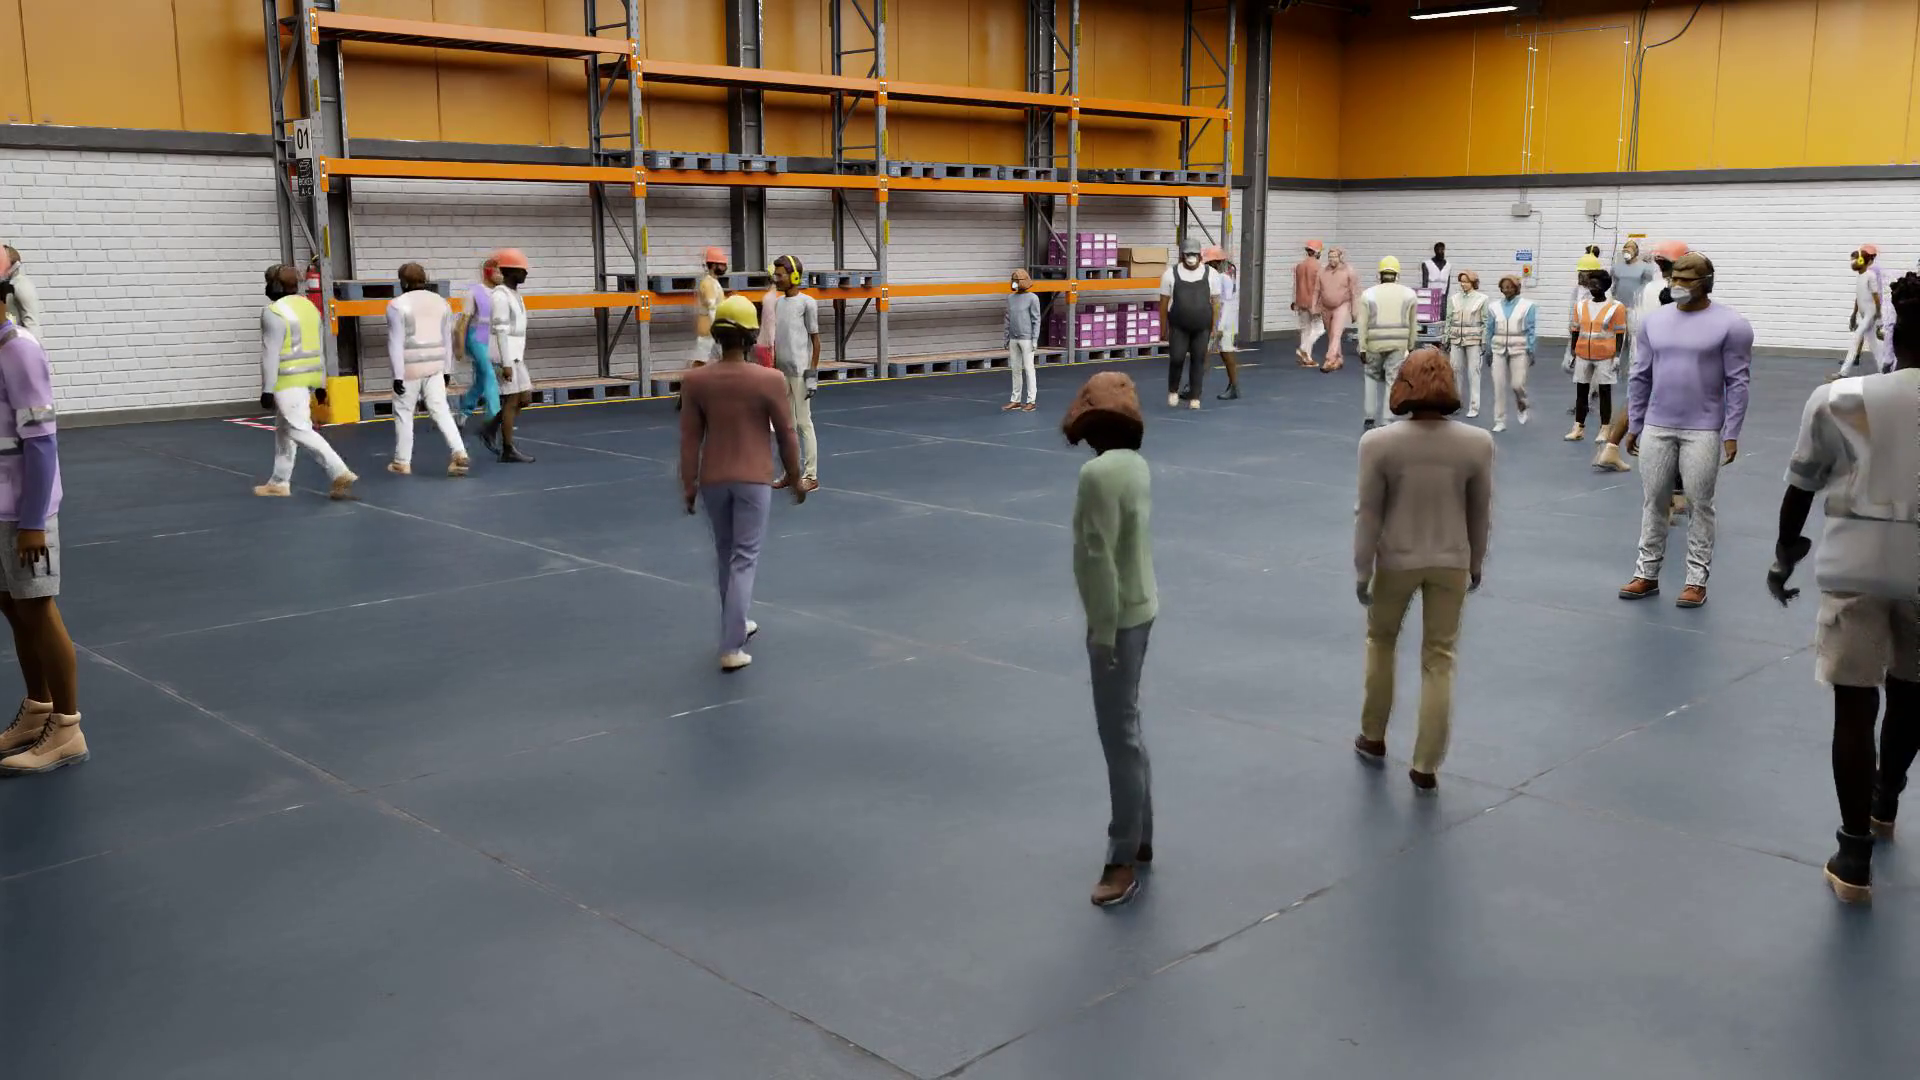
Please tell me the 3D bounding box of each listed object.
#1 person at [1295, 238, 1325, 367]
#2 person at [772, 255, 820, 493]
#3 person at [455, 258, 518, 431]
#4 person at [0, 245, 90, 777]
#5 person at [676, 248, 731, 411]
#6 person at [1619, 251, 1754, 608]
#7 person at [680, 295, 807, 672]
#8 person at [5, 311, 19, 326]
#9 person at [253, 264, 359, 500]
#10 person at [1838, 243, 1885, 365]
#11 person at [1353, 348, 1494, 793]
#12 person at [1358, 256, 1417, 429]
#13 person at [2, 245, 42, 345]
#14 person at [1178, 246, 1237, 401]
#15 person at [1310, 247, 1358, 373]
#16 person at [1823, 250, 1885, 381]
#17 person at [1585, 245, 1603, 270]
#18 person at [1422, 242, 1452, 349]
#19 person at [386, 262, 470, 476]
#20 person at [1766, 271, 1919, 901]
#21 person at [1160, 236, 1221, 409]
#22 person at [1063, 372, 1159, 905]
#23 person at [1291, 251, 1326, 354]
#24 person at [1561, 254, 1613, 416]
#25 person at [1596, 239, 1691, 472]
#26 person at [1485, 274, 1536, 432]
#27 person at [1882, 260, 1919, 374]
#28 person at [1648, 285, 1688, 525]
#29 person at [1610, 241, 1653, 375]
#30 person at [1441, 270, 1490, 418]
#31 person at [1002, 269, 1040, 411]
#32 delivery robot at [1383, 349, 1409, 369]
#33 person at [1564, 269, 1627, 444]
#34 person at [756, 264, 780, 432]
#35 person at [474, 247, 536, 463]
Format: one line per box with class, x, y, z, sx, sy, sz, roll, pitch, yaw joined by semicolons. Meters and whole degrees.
person;5.366;-3.634;25.542;0.491;1.979;0.614;-7;12;-32
person;-1.319;-1.301;13.118;0.310;1.864;0.532;-10;14;-44
person;-5.008;-2.029;17.310;0.795;1.795;0.576;3;11;17
person;-3.600;-0.129;6.249;0.391;2.039;0.614;-10;14;-44
person;-2.792;-2.375;18.948;1.018;1.885;0.550;2;11;9
person;3.959;-0.602;9.109;0.353;1.936;0.635;-10;14;-44
person;-1.011;-0.284;7.929;0.541;1.733;0.818;3;11;16
person;-6.789;-0.970;11.532;0.822;1.788;0.699;5;12;25
person;-5.050;-1.201;12.734;0.895;1.812;0.624;1;10;7
person;14.256;-3.649;25.838;0.845;1.907;0.556;5;12;27
person;1.709;0.094;6.217;0.505;1.612;0.676;2;10;8
person;4.393;-2.015;17.156;0.596;1.805;0.678;2;11;9
person;-8.350;-1.641;14.773;0.353;1.937;0.635;-10;14;-44
person;3.069;-2.629;20.303;0.978;1.881;0.567;-7;13;-34
person;5.558;-3.422;24.751;0.656;1.848;1.037;8;13;37
person;12.318;-3.036;22.732;0.953;1.804;0.504;3;11;16
person;10.434;-3.945;27.558;0.400;1.855;0.561;8;13;38
person;8.484;-4.318;29.508;0.587;1.884;0.871;-2;11;-10
person;-4.509;-1.430;13.992;0.906;1.809;0.635;8;13;37
person;2.950;0.104;5.315;0.621;1.912;1.001;3;11;17
person;2.687;-2.539;19.387;0.697;2.000;0.541;0;10;2
person;0.448;0.288;5.189;0.334;1.598;0.634;4;11;19
person;6.017;-4.134;28.490;0.586;1.899;0.839;6;12;28
person;7.019;-2.286;18.625;0.462;1.811;0.601;-3;11;-18
person;5.953;-1.548;14.127;1.018;1.997;0.624;-2;11;-12
person;5.676;-1.921;17.138;0.535;1.623;0.432;7;13;34
person;8.396;-1.577;14.514;0.403;1.904;0.651;-10;14;-44
person;5.029;-0.955;11.734;0.591;1.669;0.531;-1;10;-6
person;9.712;-3.368;24.190;0.353;1.937;0.635;-10;14;-44
person;5.643;-2.182;18.543;0.310;1.636;0.522;-10;14;-44
person;0.707;-2.305;19.223;0.265;1.632;0.507;-10;14;-44
delivery robot;6.049;-2.506;23.010;0.477;0.478;0.707;-10;14;-44
person;6.205;-1.792;16.245;0.317;1.697;0.540;-10;14;-44
person;-1.919;-1.983;17.159;0.419;1.744;0.556;1;10;4
person;-4.034;-1.633;14.775;0.544;1.918;0.556;1;10;4
